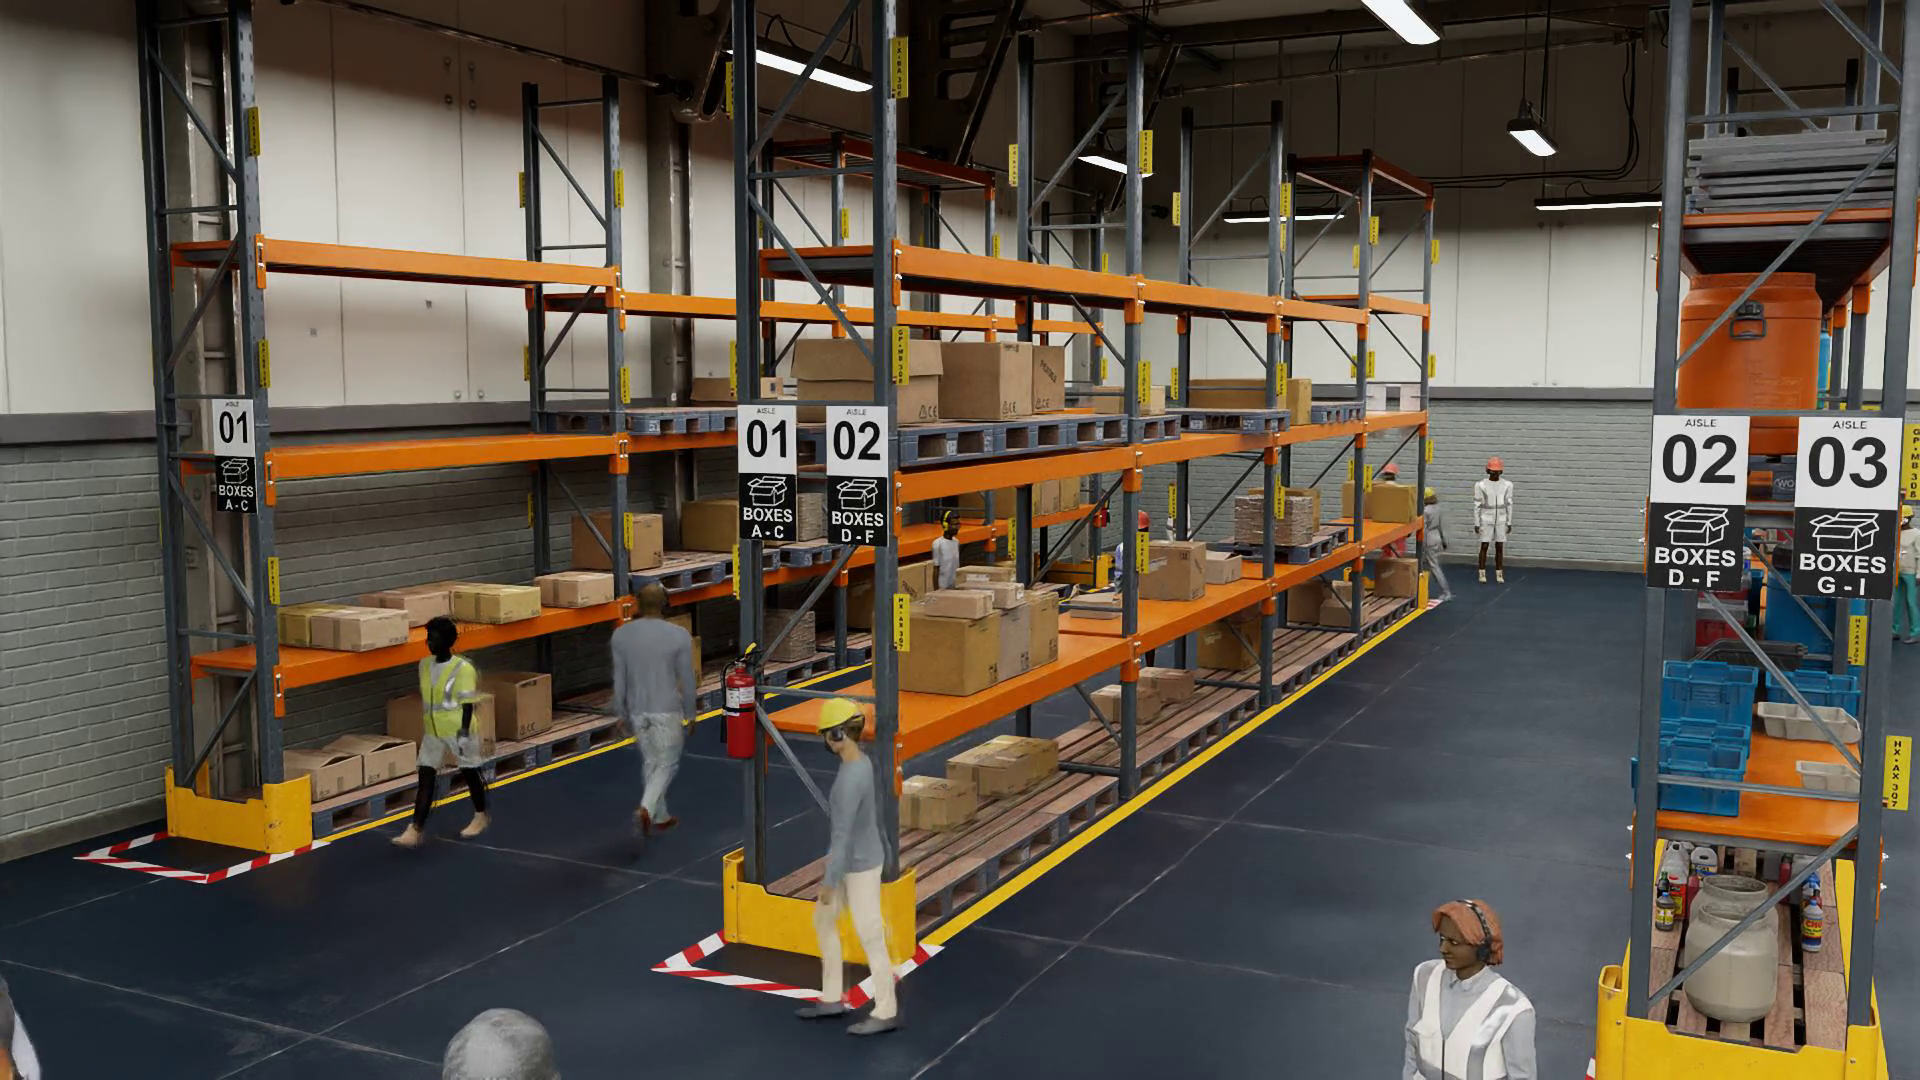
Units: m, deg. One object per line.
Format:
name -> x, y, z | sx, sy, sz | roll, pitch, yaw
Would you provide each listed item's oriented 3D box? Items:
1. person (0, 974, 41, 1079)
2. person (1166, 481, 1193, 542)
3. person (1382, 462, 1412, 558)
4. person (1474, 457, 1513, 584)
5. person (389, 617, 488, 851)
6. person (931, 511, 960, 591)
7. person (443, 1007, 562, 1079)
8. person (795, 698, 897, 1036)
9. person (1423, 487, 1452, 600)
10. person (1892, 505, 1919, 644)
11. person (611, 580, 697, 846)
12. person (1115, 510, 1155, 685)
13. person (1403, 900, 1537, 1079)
person -> -3.154, 1.877, 5.233 | 0.826, 2.000, 0.536 | 2, 6, 20
person -> 3.110, 0.080, 23.632 | 0.390, 1.850, 0.564 | 1, 6, 11
person -> 6.734, -0.230, 25.997 | 0.667, 1.979, 0.644 | 6, 8, 44
person -> 8.506, -0.305, 26.524 | 0.602, 2.036, 0.404 | 0, 6, 2
person -> -3.712, 1.380, 11.910 | 0.549, 1.642, 0.858 | 3, 7, 25
person -> -0.143, 0.595, 18.601 | 0.320, 1.861, 0.515 | 3, 7, 30
person -> -1.008, 2.035, 3.702 | 0.676, 2.000, 0.536 | 1, 6, 8
person -> -0.626, 1.686, 8.574 | 0.677, 1.723, 0.558 | 0, 6, -2
person -> 7.040, 0.049, 24.764 | 0.545, 1.692, 0.834 | -5, 8, -40
person -> 11.792, 0.417, 20.824 | 0.342, 1.752, 0.535 | -3, 6, -23
person -> -2.223, 1.247, 11.992 | 0.636, 1.917, 0.812 | 2, 6, 14
person -> 1.910, 0.647, 17.691 | 0.548, 1.936, 0.378 | 2, 6, 15
person -> 1.733, 2.028, 5.696 | 0.313, 1.639, 0.517 | -4, 7, -33
